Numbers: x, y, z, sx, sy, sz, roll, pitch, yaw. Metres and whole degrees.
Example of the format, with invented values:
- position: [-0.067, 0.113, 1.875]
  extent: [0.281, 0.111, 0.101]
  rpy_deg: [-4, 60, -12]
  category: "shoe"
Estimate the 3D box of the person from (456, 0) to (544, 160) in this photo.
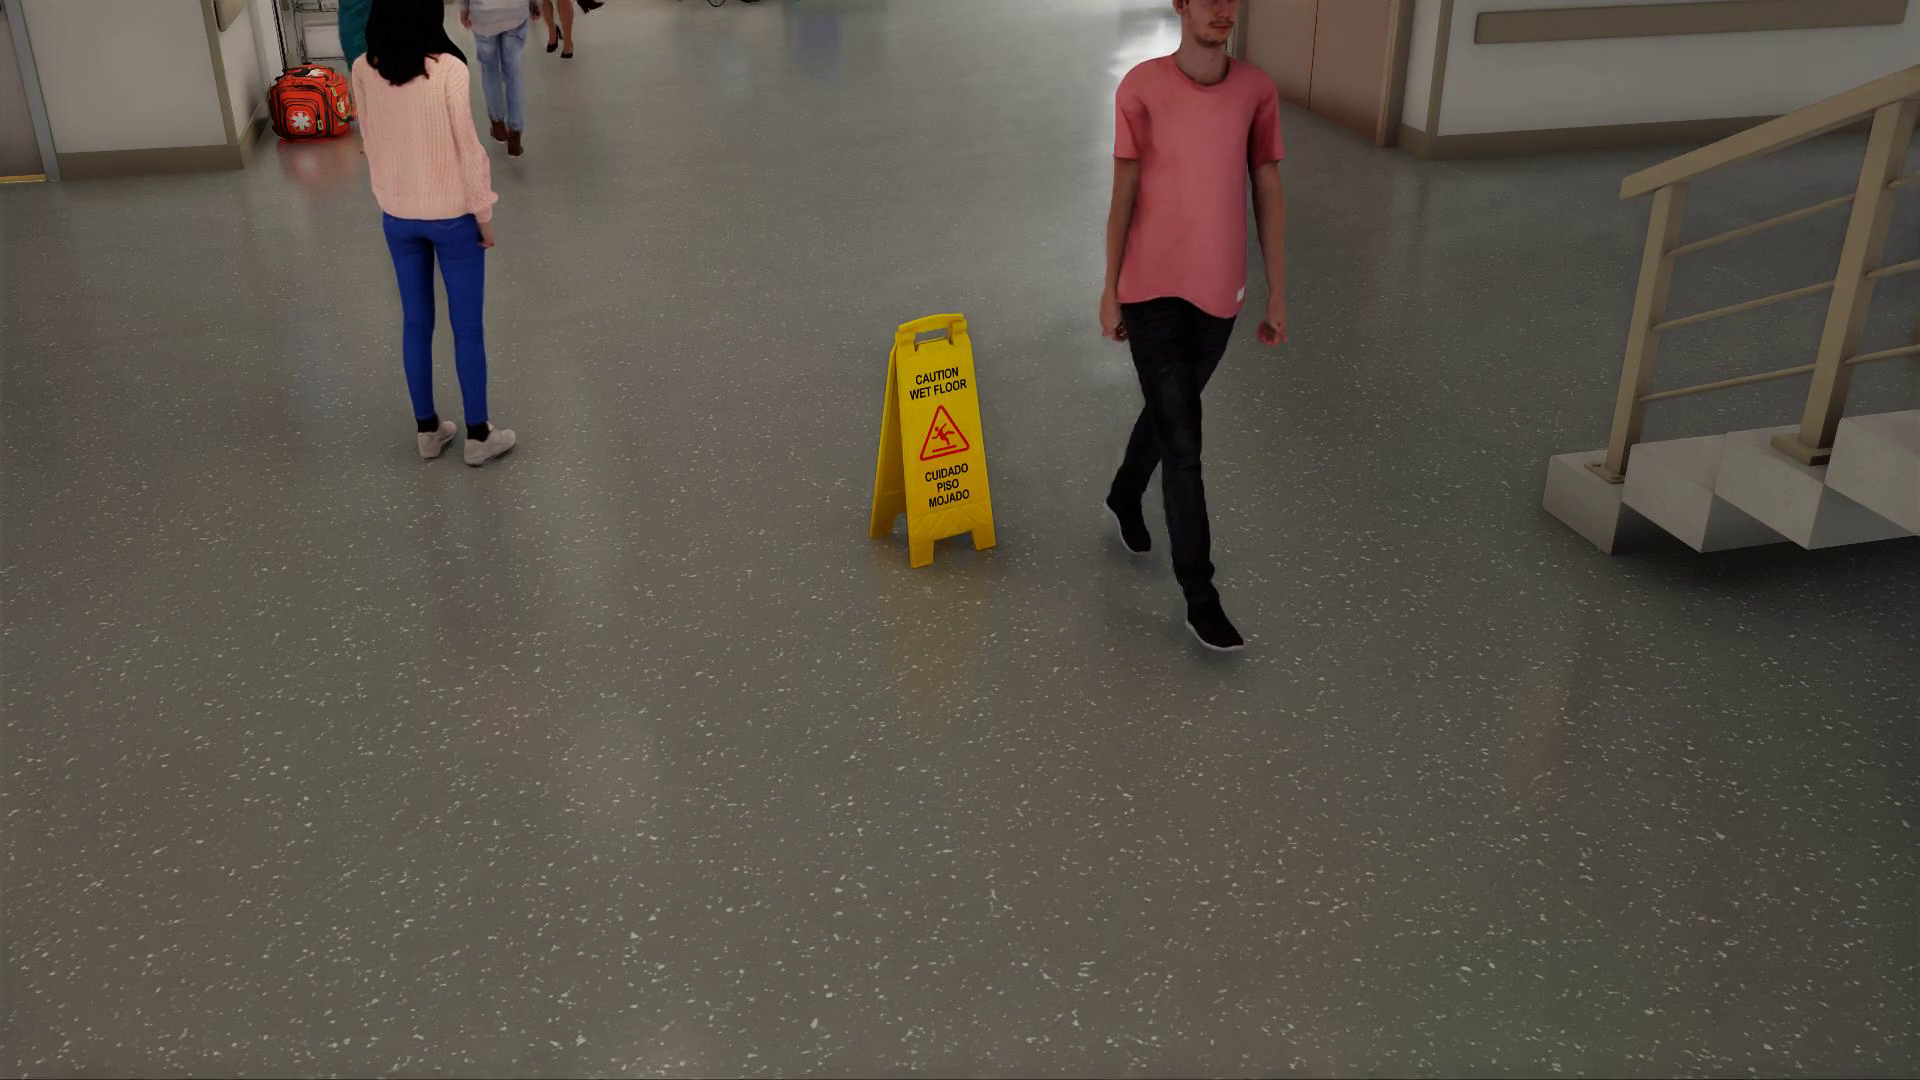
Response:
- position: [-2.844, -3.275, 10.298]
  extent: [0.733, 1.809, 0.961]
  rpy_deg: [-8, 27, -17]
  category: "person"

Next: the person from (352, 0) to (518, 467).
- position: [-1.878, -1.130, 5.897]
  extent: [0.727, 1.767, 0.730]
  rpy_deg: [7, 27, 15]
  category: "person"

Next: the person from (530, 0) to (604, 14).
- position: [-3.961, -5.809, 15.710]
  extent: [0.985, 1.672, 1.085]
  rpy_deg: [5, 26, 11]
  category: "person"

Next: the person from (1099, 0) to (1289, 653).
- position: [0.622, -0.724, 4.898]
  extent: [0.663, 1.905, 1.244]
  rpy_deg: [-8, 27, -15]
  category: "person"
